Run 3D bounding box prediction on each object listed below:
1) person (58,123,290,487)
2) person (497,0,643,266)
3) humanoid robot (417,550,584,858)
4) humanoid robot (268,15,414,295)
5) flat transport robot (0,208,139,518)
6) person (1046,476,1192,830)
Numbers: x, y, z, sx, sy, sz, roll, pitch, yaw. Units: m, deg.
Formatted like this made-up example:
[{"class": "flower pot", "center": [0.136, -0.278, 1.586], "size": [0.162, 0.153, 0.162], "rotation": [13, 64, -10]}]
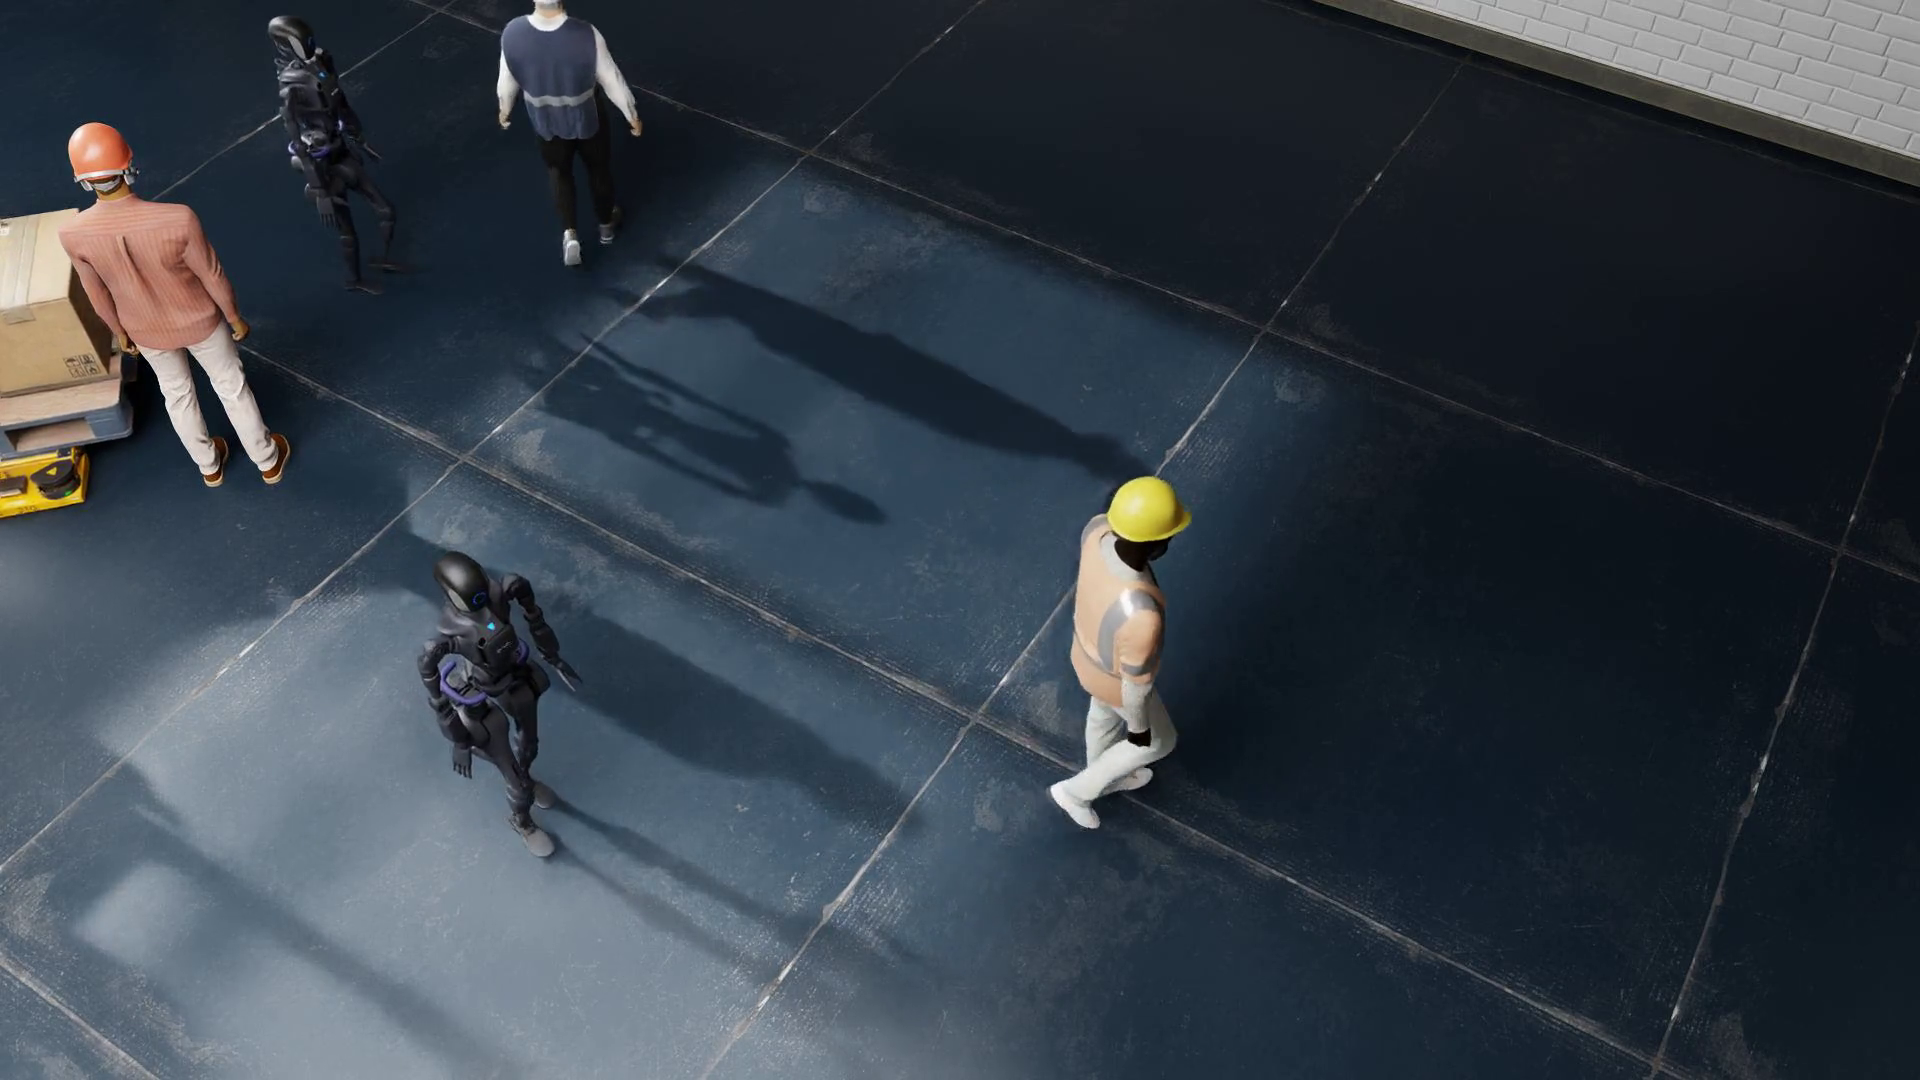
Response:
[{"class": "person", "center": [-3.570, -1.016, 7.567], "size": [0.610, 1.986, 0.402], "rotation": [-6, 49, -5]}, {"class": "person", "center": [-2.076, -2.230, 8.786], "size": [0.778, 1.739, 0.598], "rotation": [-3, 49, -2]}, {"class": "humanoid robot", "center": [-1.750, 0.583, 6.376], "size": [0.439, 1.646, 0.602], "rotation": [29, 55, 23]}, {"class": "humanoid robot", "center": [-3.226, -1.935, 8.581], "size": [0.340, 1.650, 0.584], "rotation": [6, 49, 5]}, {"class": "flat transport robot", "center": [-4.746, -0.681, 8.411], "size": [0.659, 0.231, 1.431], "rotation": [-12, 50, -10]}, {"class": "person", "center": [0.618, 0.460, 6.318], "size": [0.450, 1.914, 0.596], "rotation": [-12, 50, -10]}]
